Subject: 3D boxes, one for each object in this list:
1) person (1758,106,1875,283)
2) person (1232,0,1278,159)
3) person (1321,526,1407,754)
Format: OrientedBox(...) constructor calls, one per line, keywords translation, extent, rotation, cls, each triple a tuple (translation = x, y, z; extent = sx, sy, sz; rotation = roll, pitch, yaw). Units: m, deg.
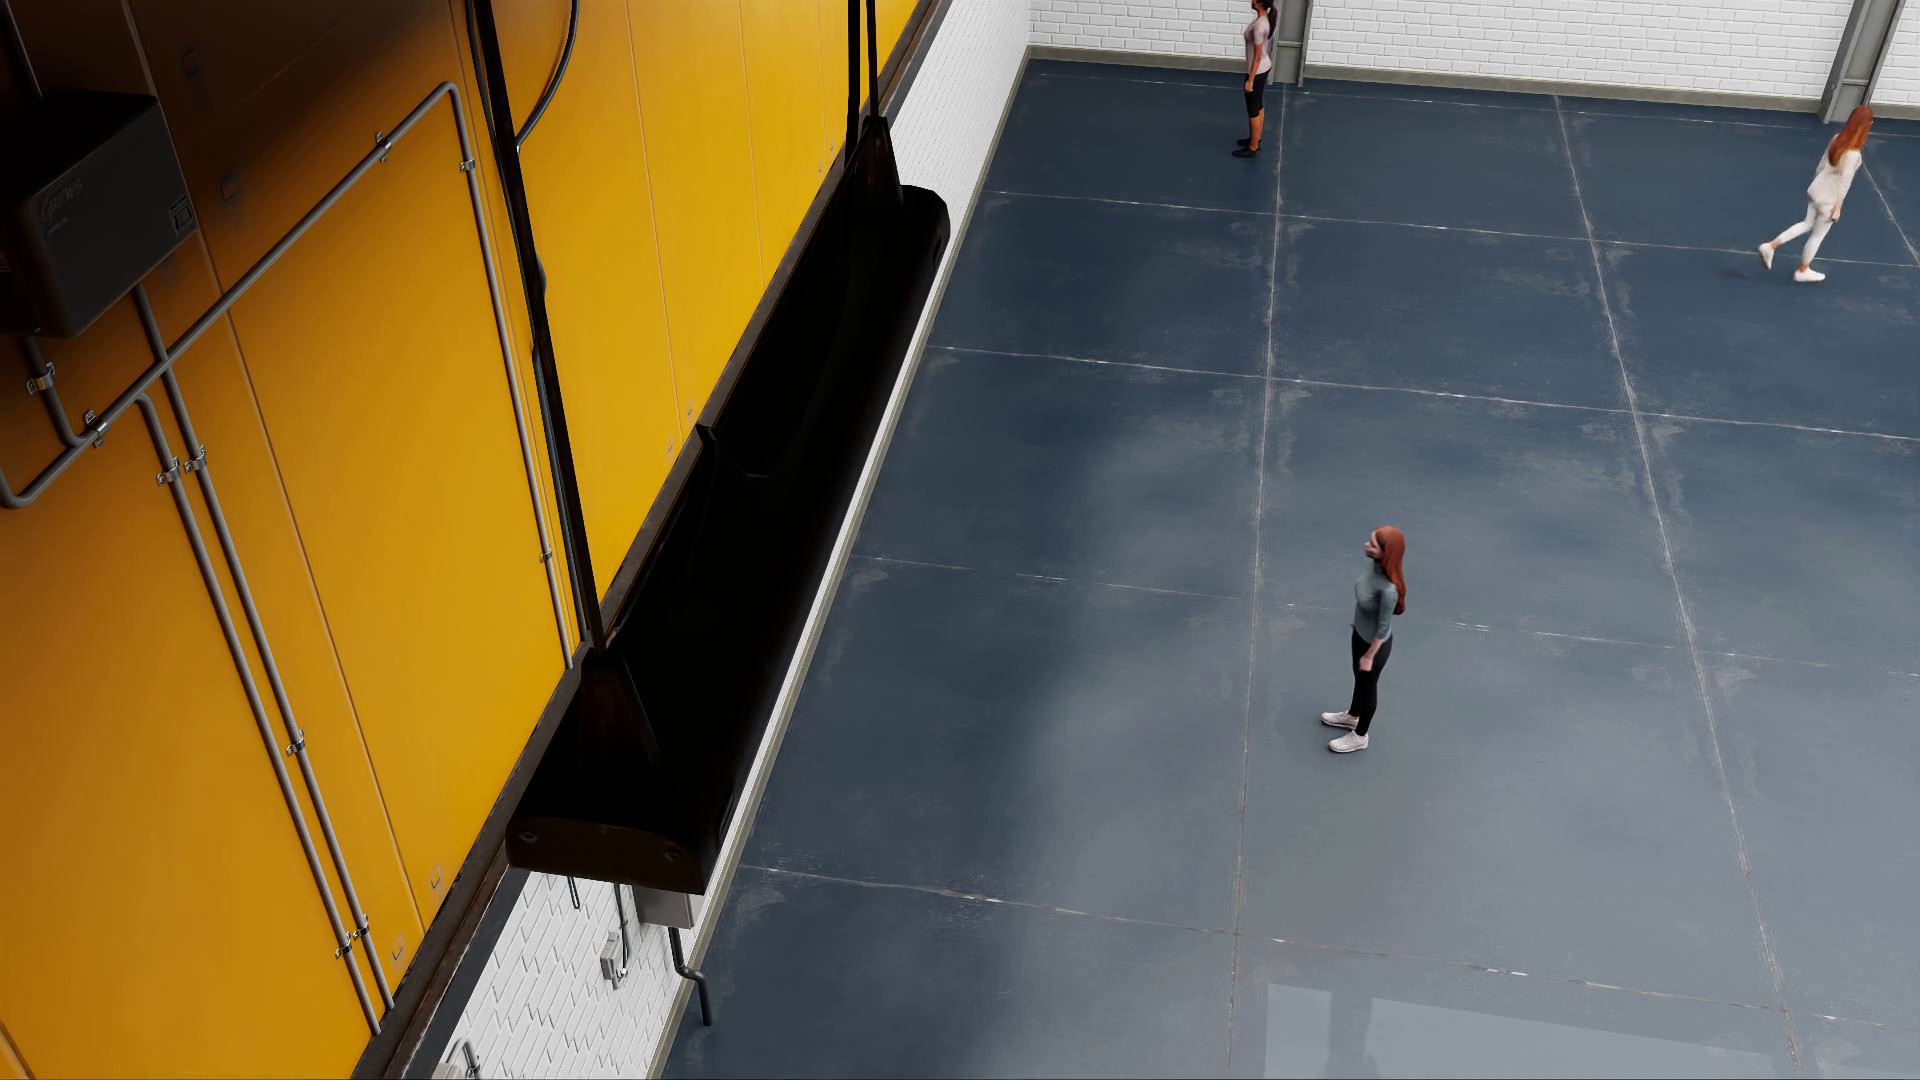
OrientedBox(translation=(7.682, -3.076, 14.931), extent=(0.919, 1.694, 0.693), rotation=(0, 39, 0), cls="person")
OrientedBox(translation=(3.043, -4.789, 17.034), extent=(0.579, 1.746, 0.642), rotation=(13, 40, 15), cls="person")
OrientedBox(translation=(2.534, 0.611, 10.275), extent=(0.564, 1.742, 0.597), rotation=(3, 39, 3), cls="person")
